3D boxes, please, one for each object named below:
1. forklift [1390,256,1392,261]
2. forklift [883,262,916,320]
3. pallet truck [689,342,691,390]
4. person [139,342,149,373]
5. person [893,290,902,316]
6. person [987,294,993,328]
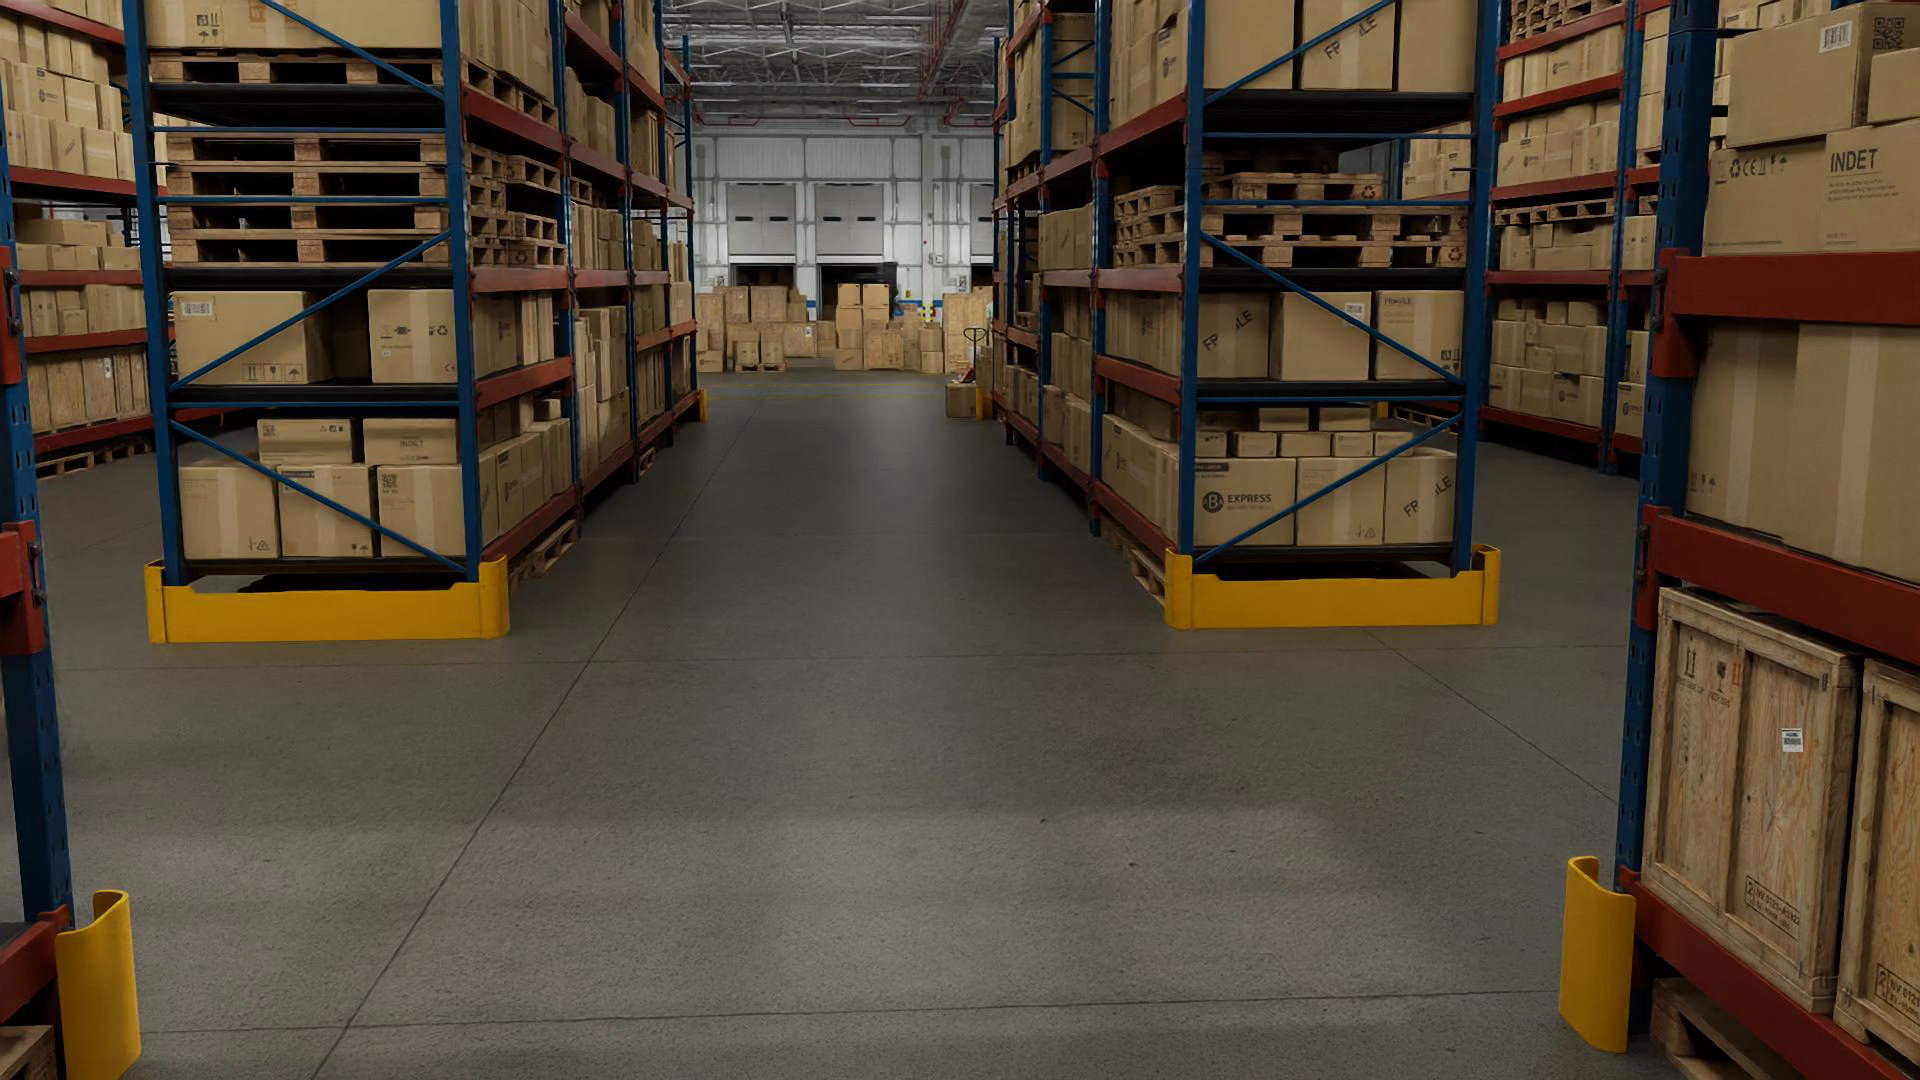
[{"bbox_3d":[10.374,-5.582,40.879,1.129,2.768,1.873,-1,9,-4],"label":"forklift"},{"bbox_3d":[-2.427,-8.331,58.140,1.873,2.768,1.129,-3,9,-16],"label":"forklift"},{"bbox_3d":[-5.225,-3.008,27.480,1.885,1.965,0.823,2,9,14],"label":"pallet truck"},{"bbox_3d":[-13.655,-3.091,28.001,0.609,1.997,0.374,-1,9,-7],"label":"person"},{"bbox_3d":[-2.306,-7.826,57.971,0.635,1.927,0.372,4,10,23],"label":"person"},{"bbox_3d":[0.947,-5.556,43.722,0.622,1.932,0.383,-1,9,-6],"label":"person"}]
